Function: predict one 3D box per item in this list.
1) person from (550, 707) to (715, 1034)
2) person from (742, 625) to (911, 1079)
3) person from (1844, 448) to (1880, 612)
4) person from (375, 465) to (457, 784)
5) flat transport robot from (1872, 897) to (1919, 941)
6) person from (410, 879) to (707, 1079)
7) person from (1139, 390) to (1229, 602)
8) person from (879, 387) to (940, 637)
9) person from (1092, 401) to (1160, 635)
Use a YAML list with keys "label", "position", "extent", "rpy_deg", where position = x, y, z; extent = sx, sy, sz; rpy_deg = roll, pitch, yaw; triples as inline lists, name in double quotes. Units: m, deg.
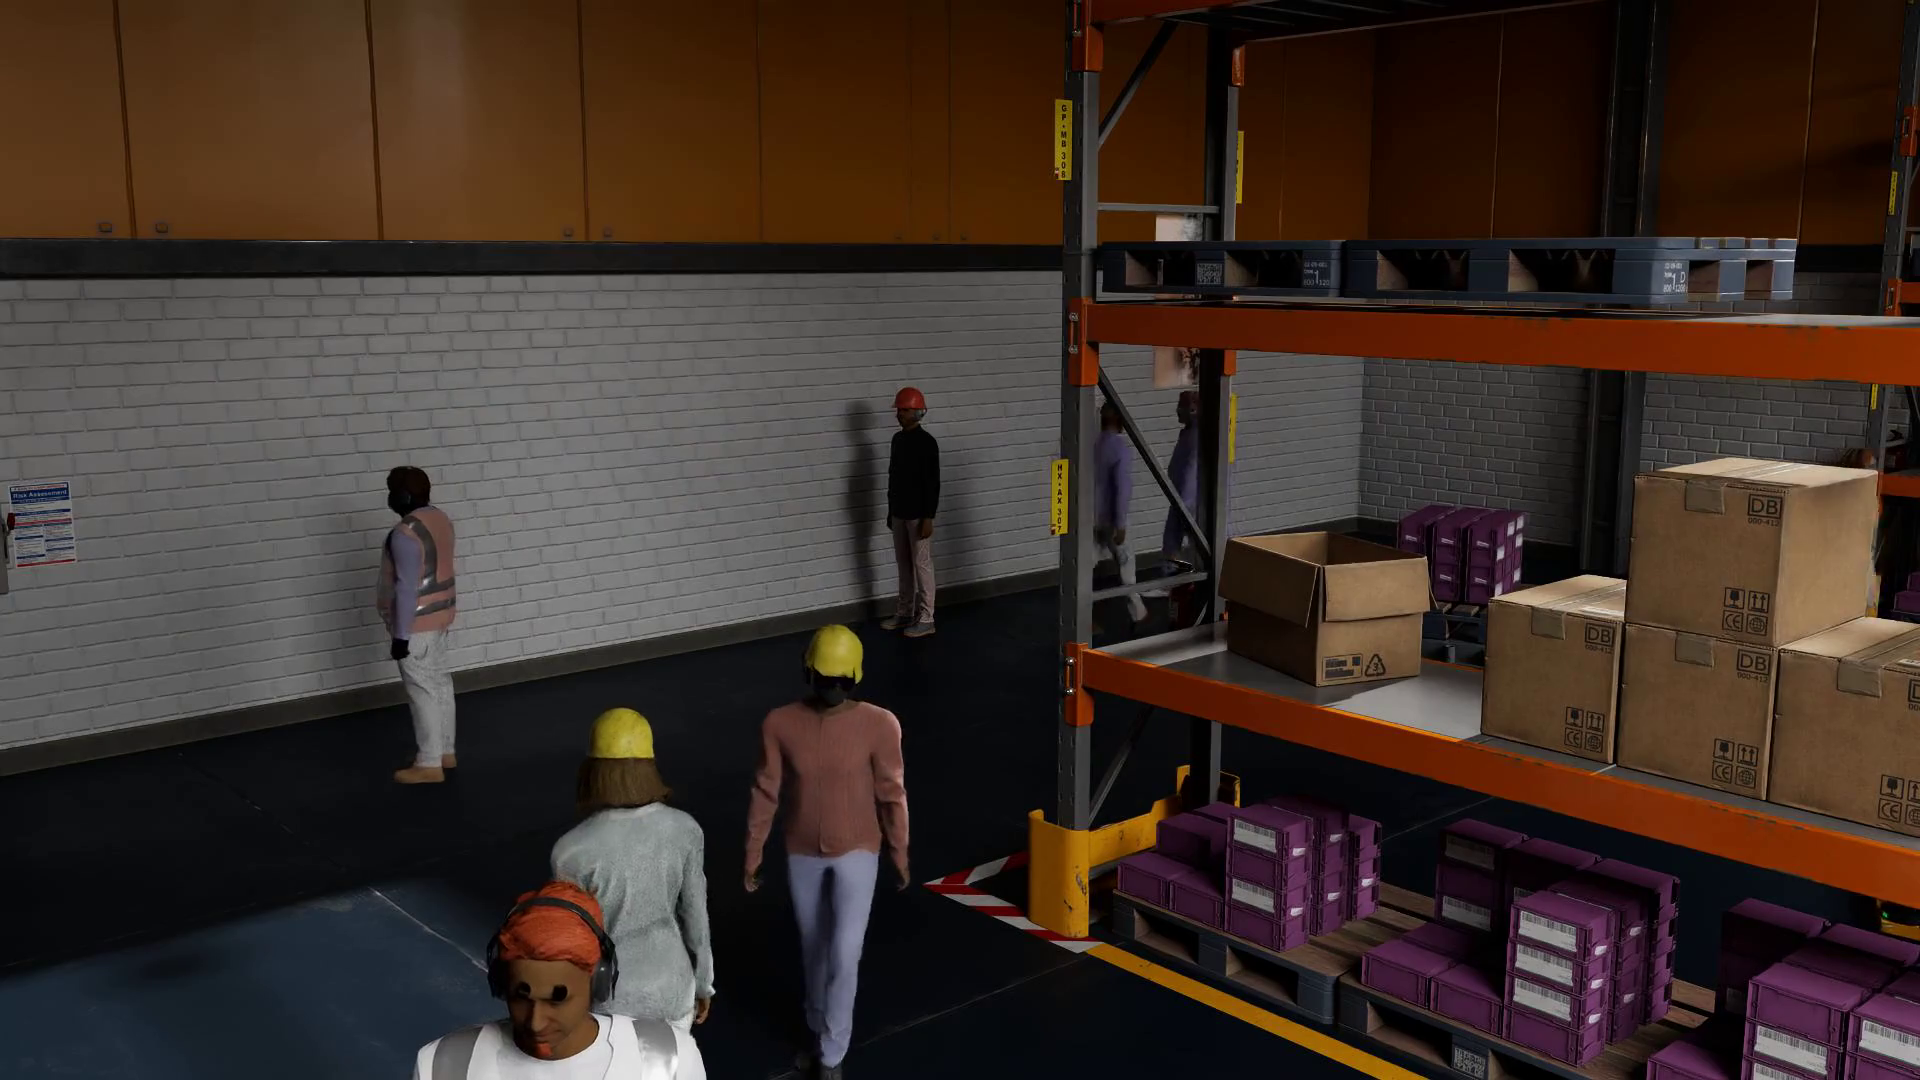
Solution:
- label: "person"
  position: [-0.913, 1.358, 4.865]
  extent: [0.502, 1.711, 0.571]
  rpy_deg: [-8, 13, -41]
- label: "person"
  position: [-0.493, 1.154, 5.997]
  extent: [0.593, 1.727, 0.670]
  rpy_deg: [2, 10, 11]
- label: "person"
  position: [6.620, 0.120, 12.362]
  extent: [0.538, 1.624, 0.391]
  rpy_deg: [-7, 12, -35]
- label: "person"
  position: [-3.144, 0.483, 9.635]
  extent: [0.429, 1.841, 0.633]
  rpy_deg: [1, 10, 3]
- label: "flat transport robot"
  position: [4.862, 1.656, 7.354]
  extent: [1.431, 0.197, 0.652]
  rpy_deg: [5, 11, 24]
- label: "person"
  position: [-0.764, 1.557, 3.214]
  extent: [0.573, 1.887, 0.355]
  rpy_deg: [-2, 10, -10]
- label: "person"
  position: [2.080, -0.382, 14.614]
  extent: [0.882, 1.874, 0.645]
  rpy_deg: [0, 10, 0]
- label: "person"
  position: [-0.397, -0.231, 13.352]
  extent: [0.369, 1.996, 0.622]
  rpy_deg: [-7, 12, -34]
- label: "person"
  position: [1.243, -0.183, 13.361]
  extent: [0.918, 1.897, 0.654]
  rpy_deg: [-8, 13, -40]
